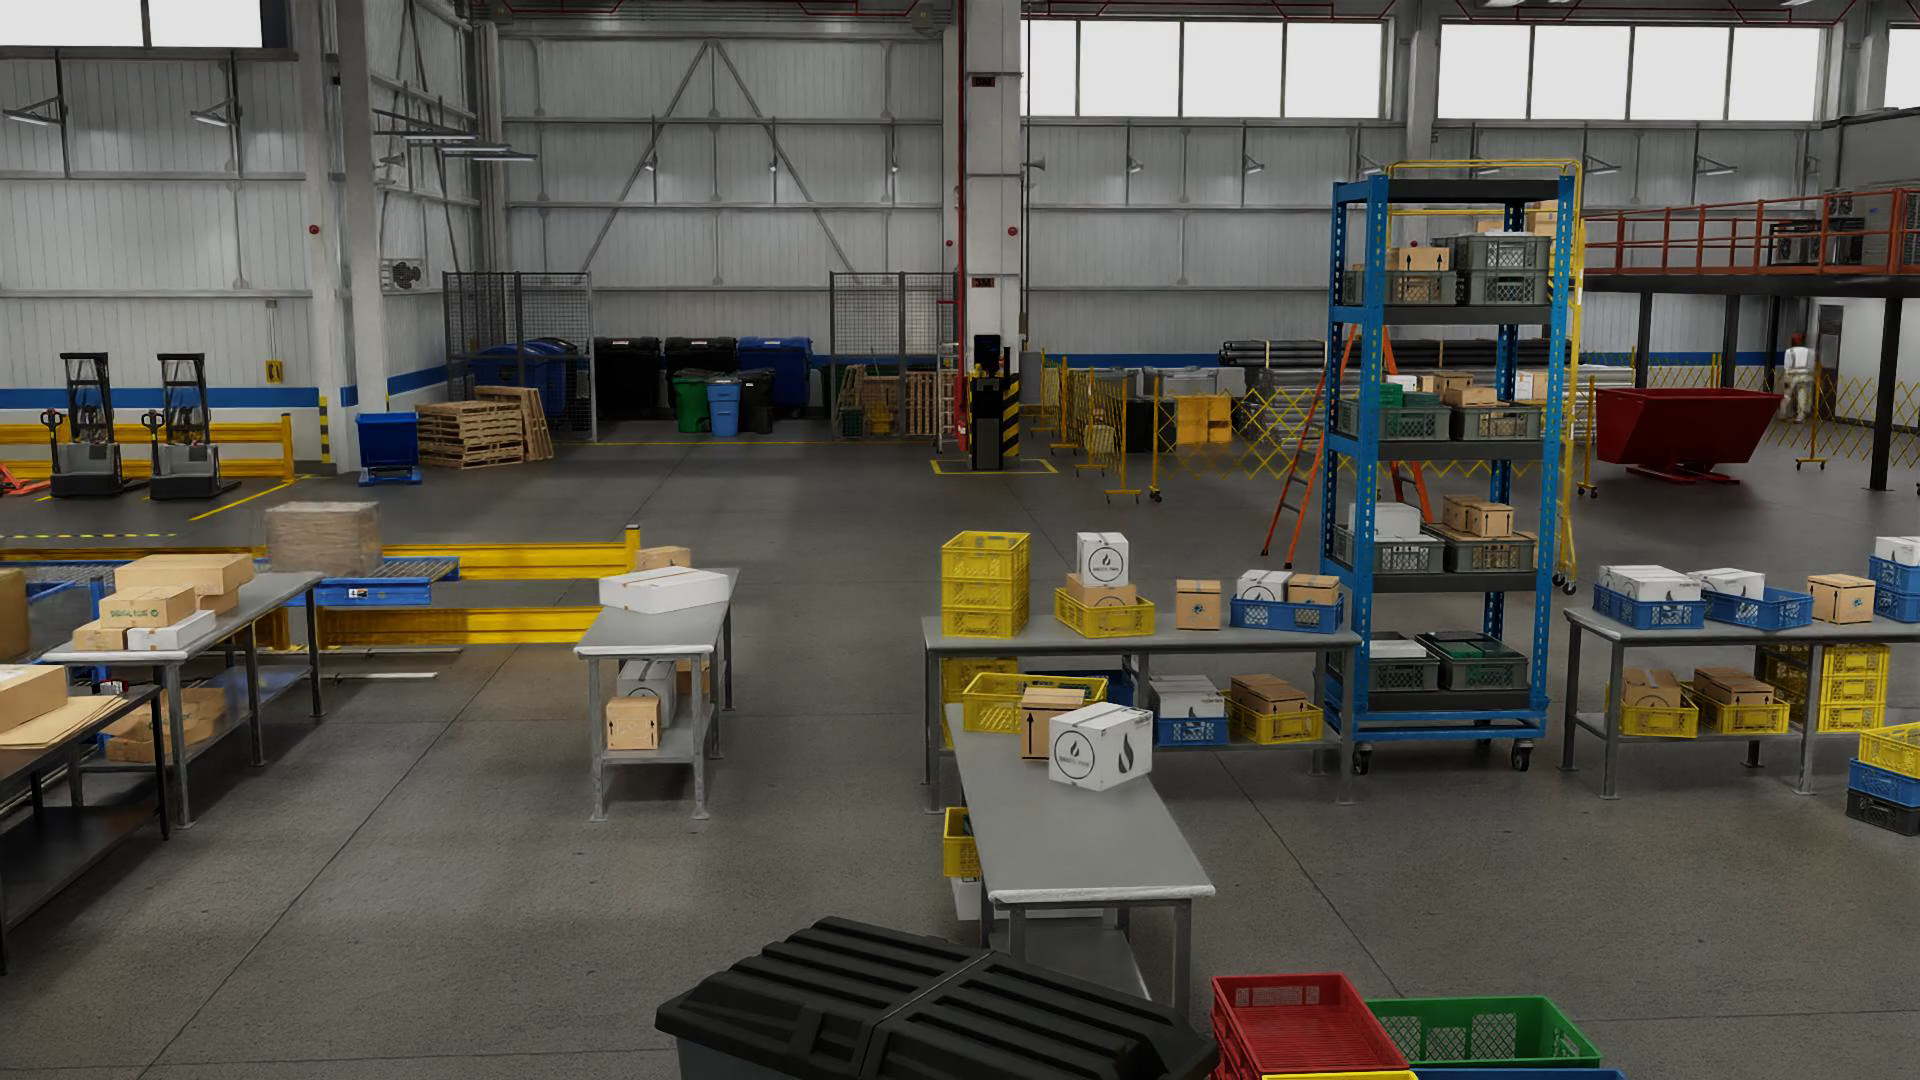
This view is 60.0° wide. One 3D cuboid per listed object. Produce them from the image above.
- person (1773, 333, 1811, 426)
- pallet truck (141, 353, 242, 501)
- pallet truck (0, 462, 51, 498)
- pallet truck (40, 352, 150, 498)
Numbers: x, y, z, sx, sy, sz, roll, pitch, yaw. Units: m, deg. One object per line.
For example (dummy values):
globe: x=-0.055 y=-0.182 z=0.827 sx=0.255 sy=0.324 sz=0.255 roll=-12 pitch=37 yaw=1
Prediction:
person: x=16.916 y=-3.259 z=33.763 sx=0.598 sy=1.859 sz=0.764 roll=-1 pitch=9 yaw=-5
pallet truck: x=-10.520 y=-1.604 z=22.925 sx=0.823 sy=1.965 sz=1.885 roll=-1 pitch=9 yaw=-6
pallet truck: x=-13.193 y=-1.293 z=23.148 sx=0.653 sy=1.274 sz=1.630 roll=-1 pitch=9 yaw=-4
pallet truck: x=-11.907 y=-1.642 z=23.165 sx=0.823 sy=1.965 sz=1.885 roll=0 pitch=9 yaw=0
